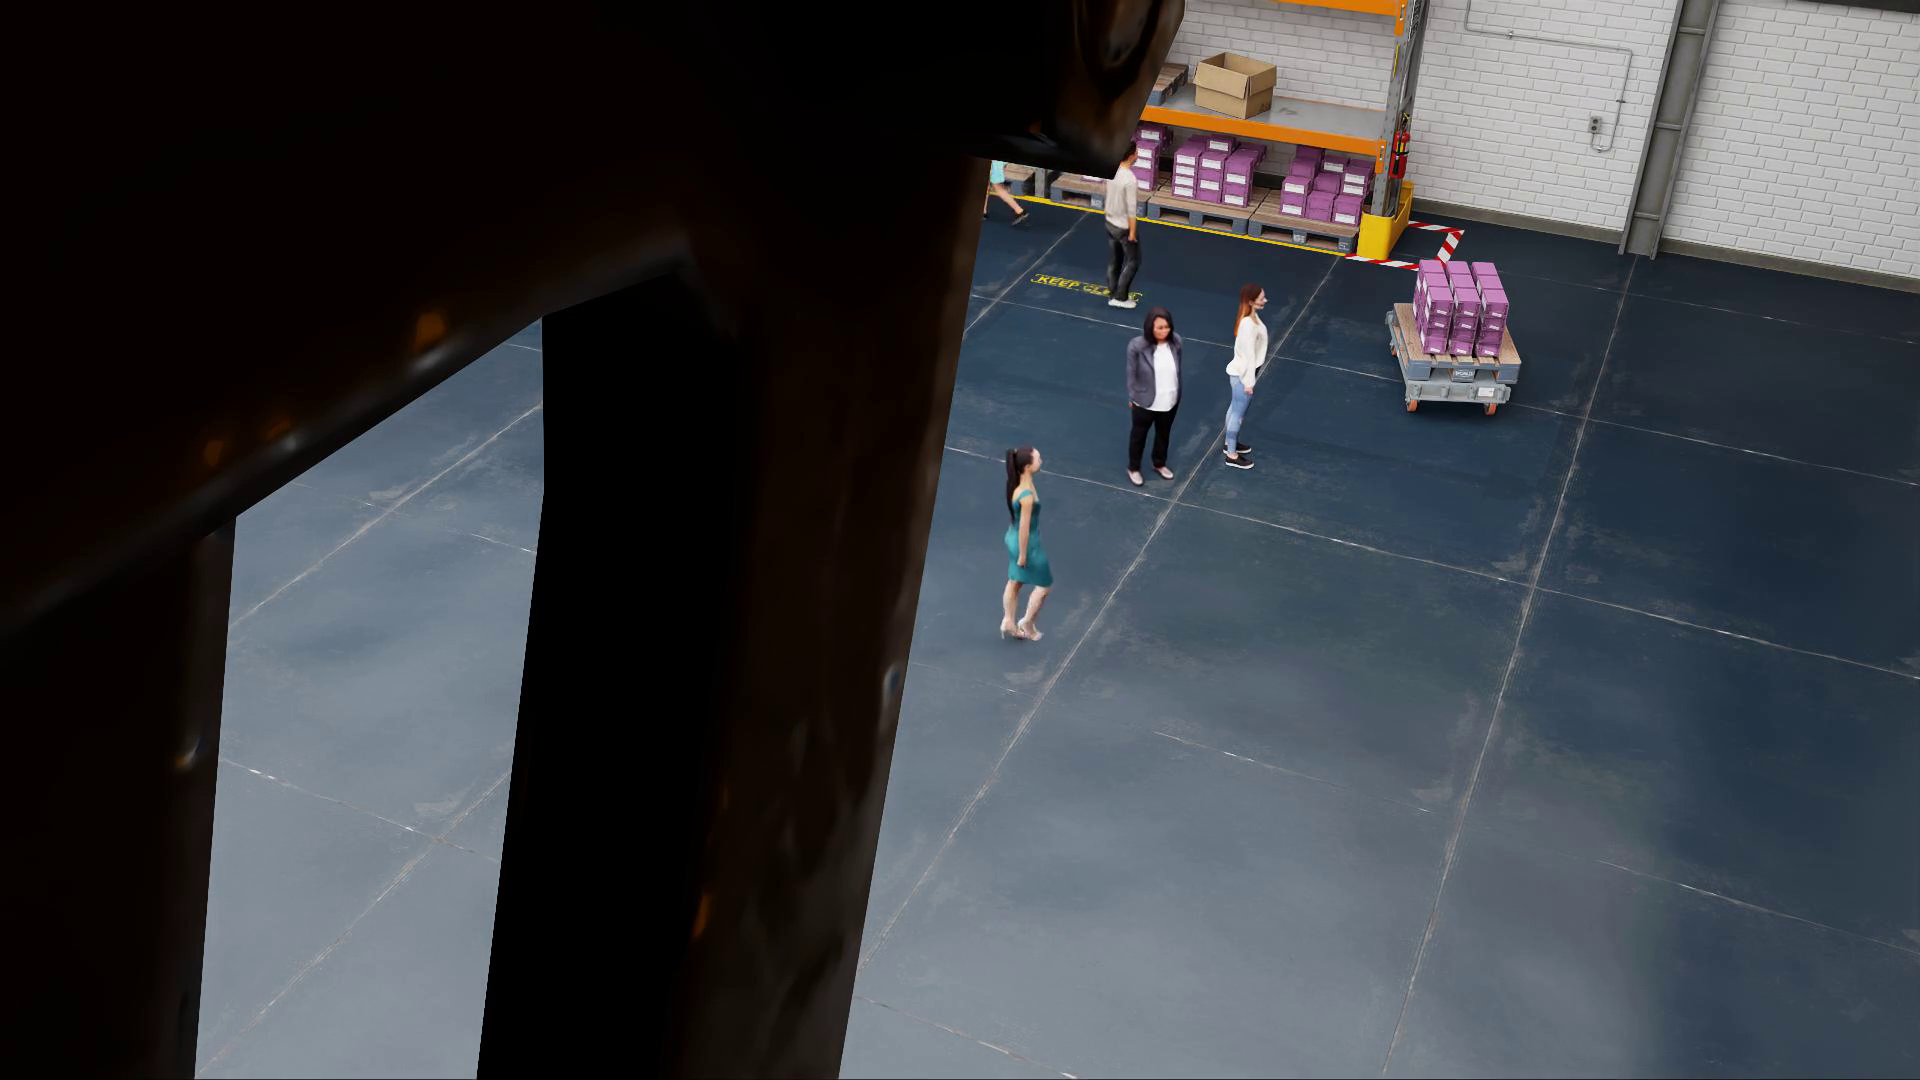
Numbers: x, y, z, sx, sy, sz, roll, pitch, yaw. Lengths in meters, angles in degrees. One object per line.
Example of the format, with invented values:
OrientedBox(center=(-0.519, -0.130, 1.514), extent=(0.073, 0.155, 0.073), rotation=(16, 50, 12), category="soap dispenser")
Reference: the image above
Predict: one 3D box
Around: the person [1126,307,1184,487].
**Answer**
OrientedBox(center=(1.660, -1.233, 14.179), extent=(0.798, 1.597, 0.856), rotation=(-12, 35, -17), category="person")

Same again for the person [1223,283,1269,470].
OrientedBox(center=(2.457, -1.439, 14.403), extent=(0.650, 1.692, 0.679), rotation=(4, 34, 6), category="person")

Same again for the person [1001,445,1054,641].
OrientedBox(center=(0.391, 0.049, 12.179), extent=(0.736, 1.675, 0.682), rotation=(-7, 34, -11), category="person")

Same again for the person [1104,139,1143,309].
OrientedBox(center=(1.588, -3.206, 16.958), extent=(0.842, 1.806, 0.745), rotation=(-18, 38, -25), category="person")
